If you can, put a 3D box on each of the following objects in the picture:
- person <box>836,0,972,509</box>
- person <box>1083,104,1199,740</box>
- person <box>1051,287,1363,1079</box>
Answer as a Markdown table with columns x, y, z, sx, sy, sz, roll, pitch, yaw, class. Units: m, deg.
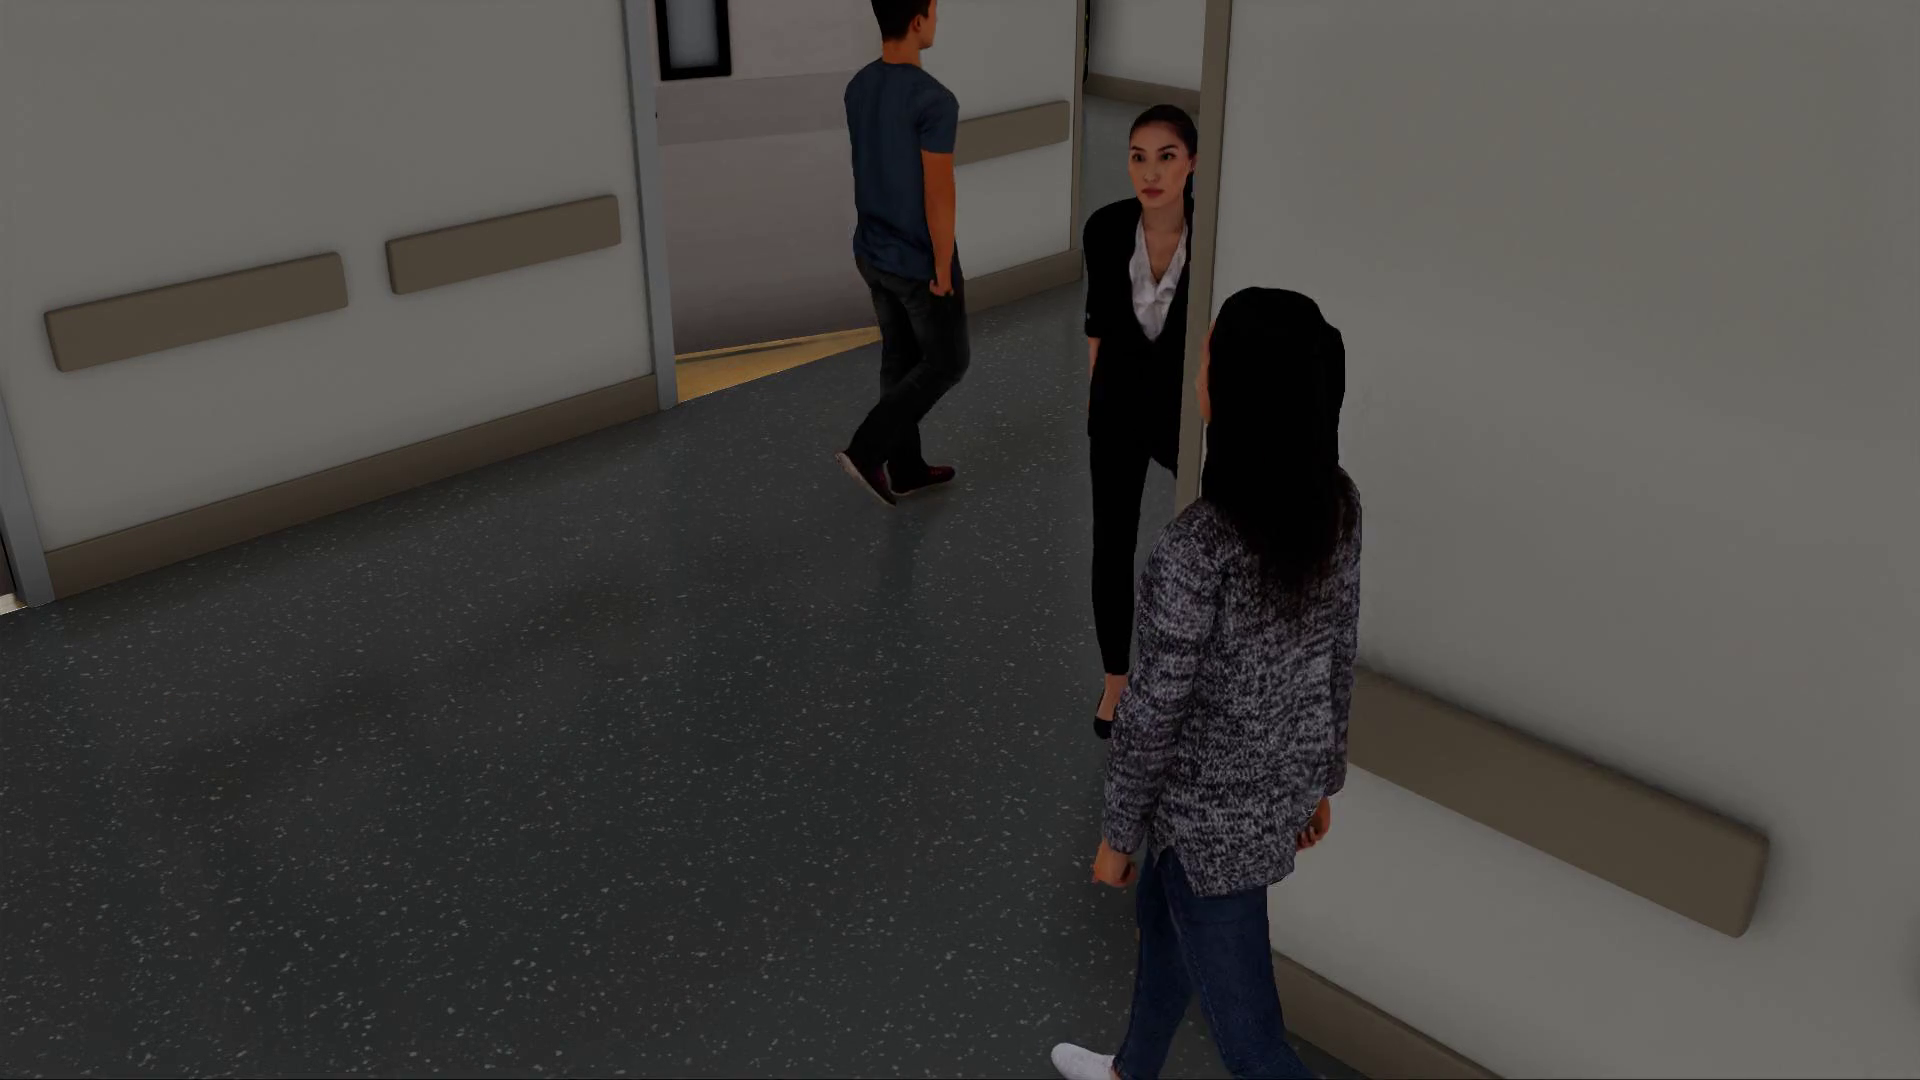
| x | y | z | sx | sy | sz | roll | pitch | yaw | class |
| --- | --- | --- | --- | --- | --- | --- | --- | --- | --- |
| -0.239 | -0.926 | 5.476 | 0.824 | 1.797 | 0.662 | -22 | 33 | -38 | person |
| 0.563 | -0.348 | 4.502 | 1.038 | 1.602 | 1.237 | 5 | 26 | 9 | person |
| 0.499 | 0.481 | 2.675 | 1.073 | 1.695 | 0.690 | -23 | 34 | -39 | person |
